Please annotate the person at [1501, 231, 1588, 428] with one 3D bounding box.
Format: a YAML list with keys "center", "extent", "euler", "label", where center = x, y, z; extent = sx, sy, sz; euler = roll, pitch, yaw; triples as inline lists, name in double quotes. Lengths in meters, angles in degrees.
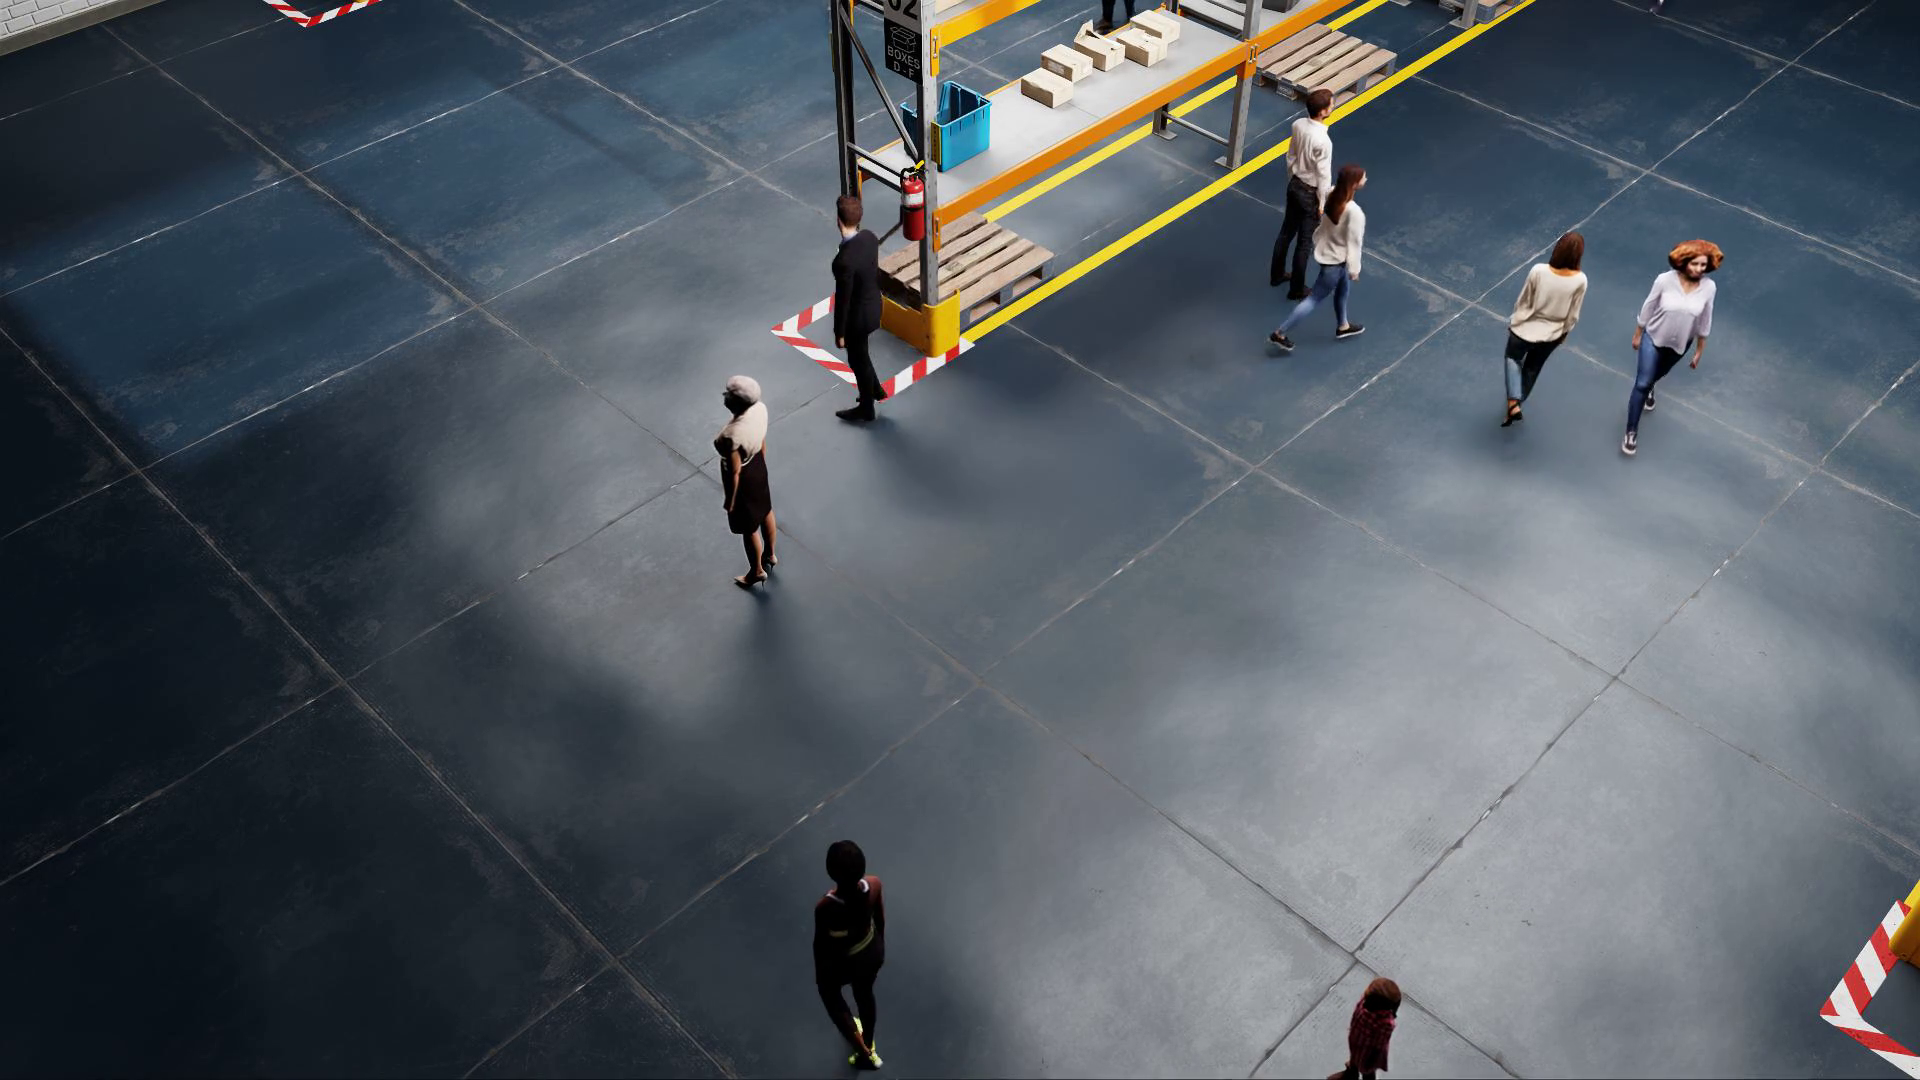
- center: [4.316, -1.512, 12.400]
  extent: [0.845, 1.662, 0.936]
  euler: [8, 44, 8]
  label: "person"

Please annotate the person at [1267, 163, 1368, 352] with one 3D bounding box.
- center: [2.864, -2.181, 13.110]
  extent: [1.208, 1.651, 0.996]
  euler: [-9, 44, -10]
  label: "person"

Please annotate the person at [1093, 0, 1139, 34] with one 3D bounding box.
- center: [1.599, -6.135, 17.101]
  extent: [0.918, 1.872, 0.694]
  euler: [15, 46, 15]
  label: "person"

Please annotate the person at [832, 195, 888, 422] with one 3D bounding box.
- center: [-0.678, -1.694, 12.444]
  extent: [0.915, 1.865, 0.771]
  euler: [11, 45, 11]
  label: "person"

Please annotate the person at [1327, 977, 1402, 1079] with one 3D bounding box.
- center: [2.116, 2.572, 8.577]
  extent: [0.531, 1.021, 0.494]
  euler: [-13, 45, -14]
  label: "person"

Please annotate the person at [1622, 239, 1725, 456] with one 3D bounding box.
- center: [5.296, -1.563, 12.443]
  extent: [1.039, 1.677, 1.230]
  euler: [9, 44, 9]
  label: "person"

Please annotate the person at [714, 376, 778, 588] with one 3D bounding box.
- center: [-1.413, -0.387, 11.150]
  extent: [0.747, 1.756, 0.583]
  euler: [18, 47, 18]
  label: "person"

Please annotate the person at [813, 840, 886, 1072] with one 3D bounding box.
- center: [-0.507, 2.194, 8.453]
  extent: [0.679, 1.740, 0.718]
  euler: [-24, 48, -23]
  label: "person"

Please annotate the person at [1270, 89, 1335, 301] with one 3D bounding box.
- center: [2.829, -2.837, 13.640]
  extent: [0.653, 1.871, 0.716]
  euler: [-19, 47, -19]
  label: "person"
